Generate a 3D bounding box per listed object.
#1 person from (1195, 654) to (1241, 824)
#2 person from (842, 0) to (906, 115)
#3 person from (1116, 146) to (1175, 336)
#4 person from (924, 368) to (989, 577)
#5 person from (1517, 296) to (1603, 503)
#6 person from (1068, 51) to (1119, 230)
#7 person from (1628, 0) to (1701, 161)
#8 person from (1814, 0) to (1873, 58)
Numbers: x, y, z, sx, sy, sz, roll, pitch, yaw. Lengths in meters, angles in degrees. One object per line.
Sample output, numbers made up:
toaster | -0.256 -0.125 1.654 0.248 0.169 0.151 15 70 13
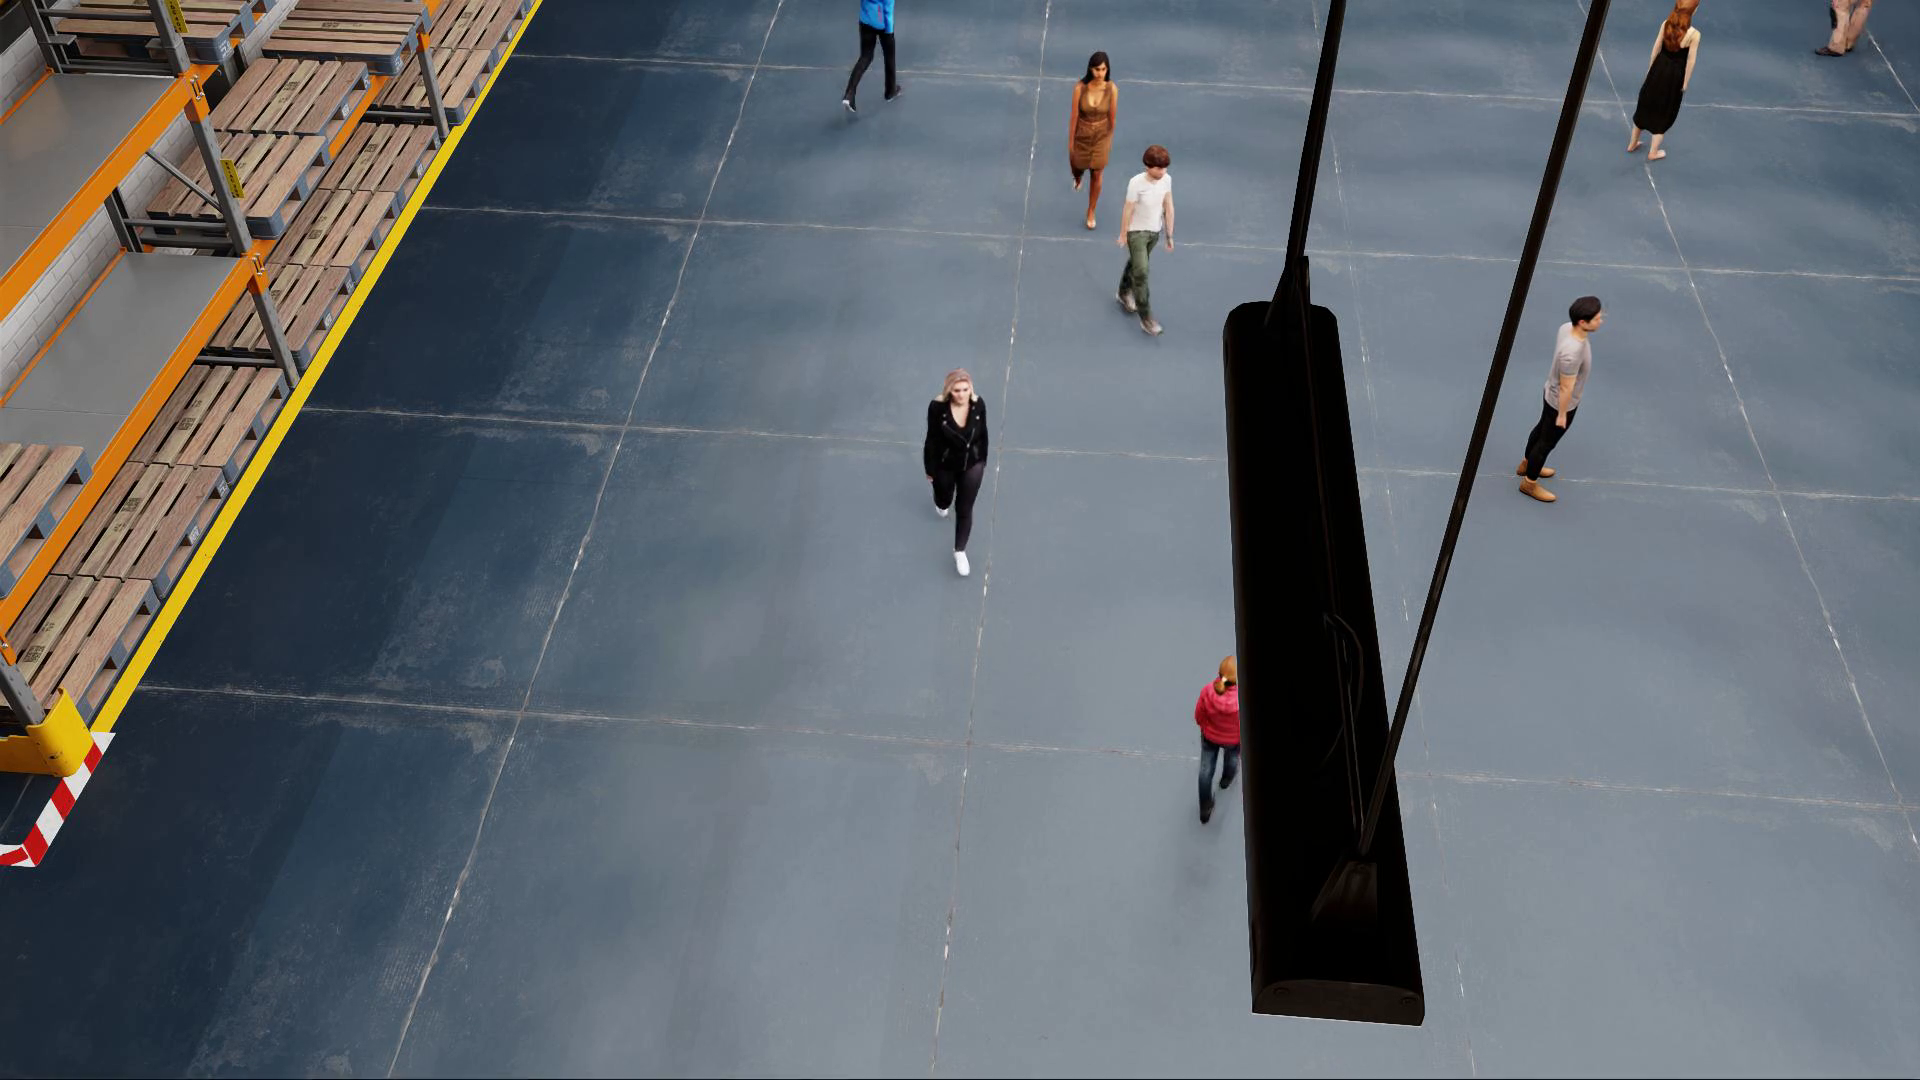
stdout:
person | 1.575 1.241 10.092 0.644 1.301 0.803 14 45 14
person | -0.889 -5.012 16.318 0.970 1.767 1.186 26 49 25
person | 1.490 -2.608 13.894 0.903 1.629 1.041 -22 48 -21
person | -0.042 -0.575 11.729 0.792 1.672 1.051 -8 44 -8
person | 4.408 -1.068 12.209 0.704 1.724 0.521 11 45 11
person | 1.165 -3.633 14.935 0.620 1.677 0.848 -1 44 -1
person | 6.700 -4.403 15.782 0.731 1.624 0.673 -32 52 -29
person | 9.466 -5.931 17.258 0.911 1.800 0.863 -6 44 -7
